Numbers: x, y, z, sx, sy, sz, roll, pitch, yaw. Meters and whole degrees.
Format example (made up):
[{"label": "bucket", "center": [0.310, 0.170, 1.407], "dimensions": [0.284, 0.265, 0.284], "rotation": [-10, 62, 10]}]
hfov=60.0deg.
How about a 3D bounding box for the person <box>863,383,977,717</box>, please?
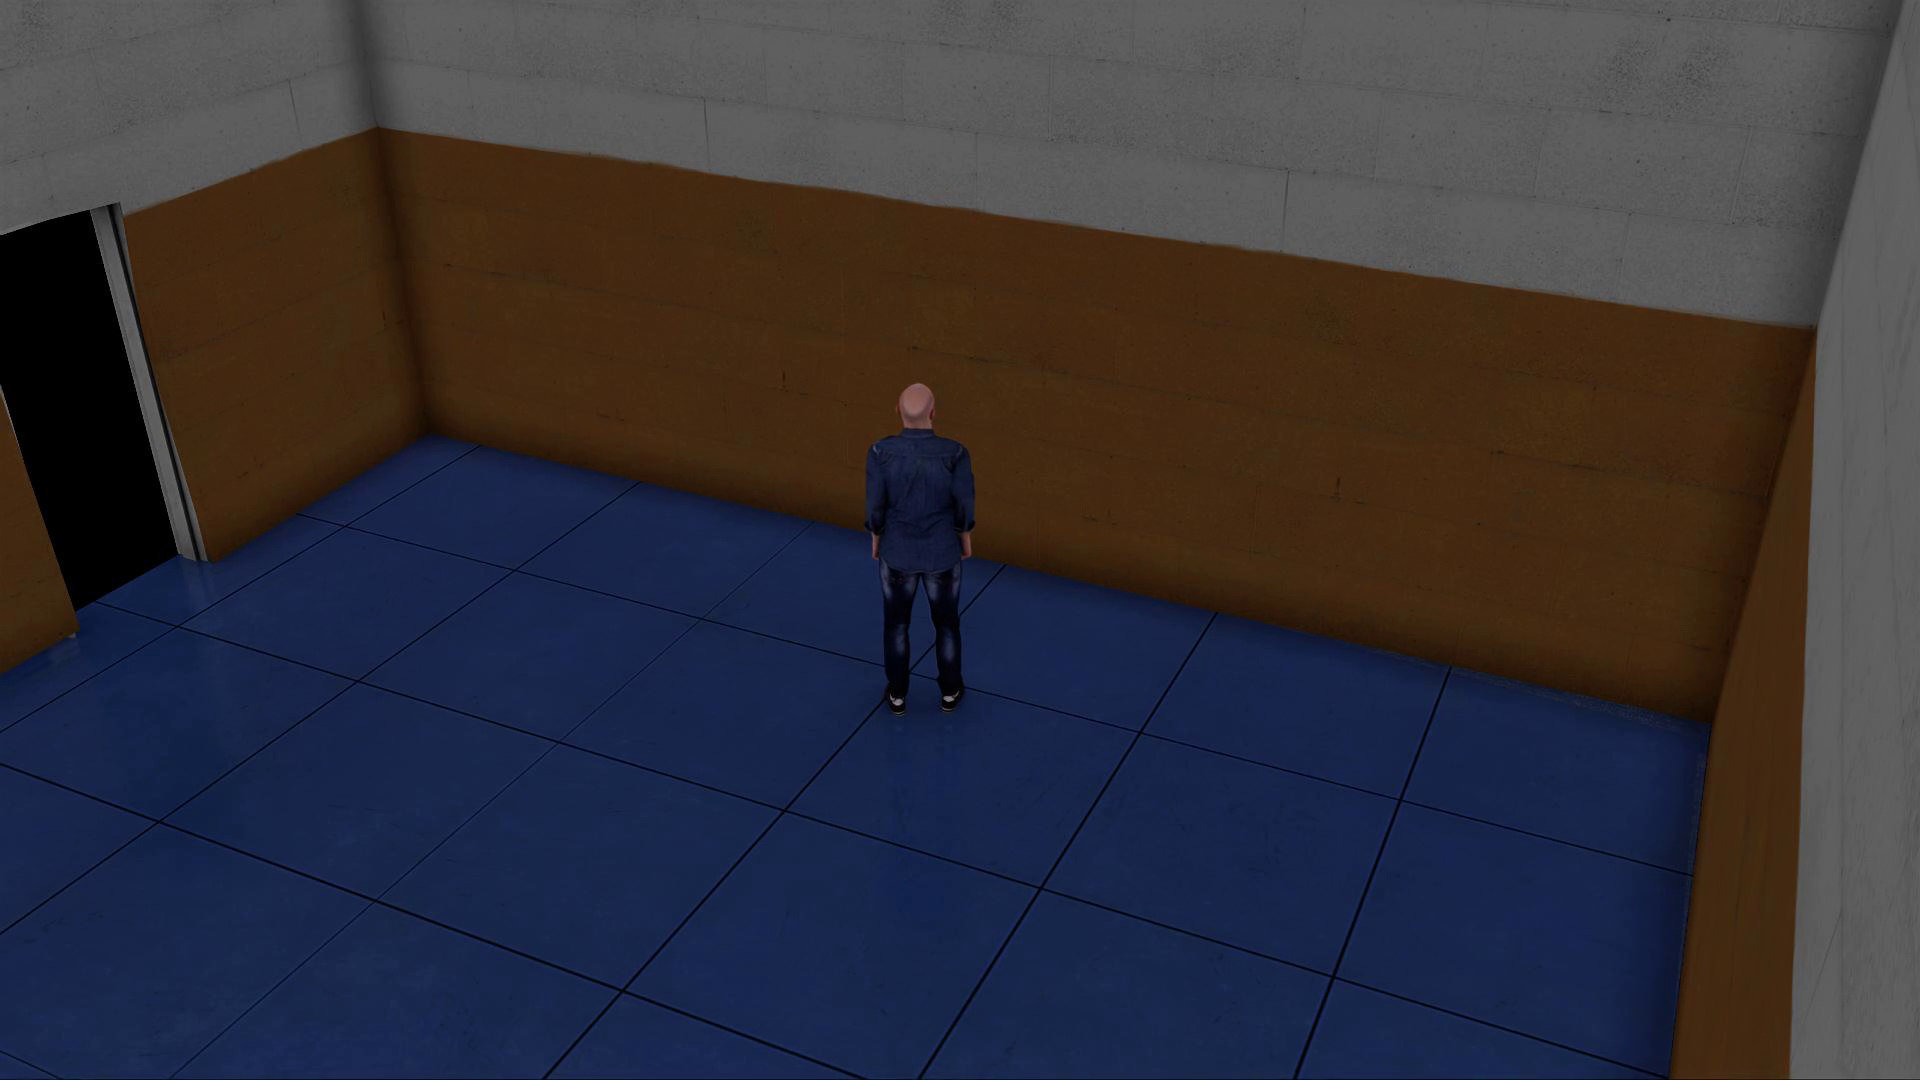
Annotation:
[{"label": "person", "center": [-0.198, 0.062, 8.363], "dimensions": [0.705, 1.826, 0.861], "rotation": [-1, 29, -1]}]
